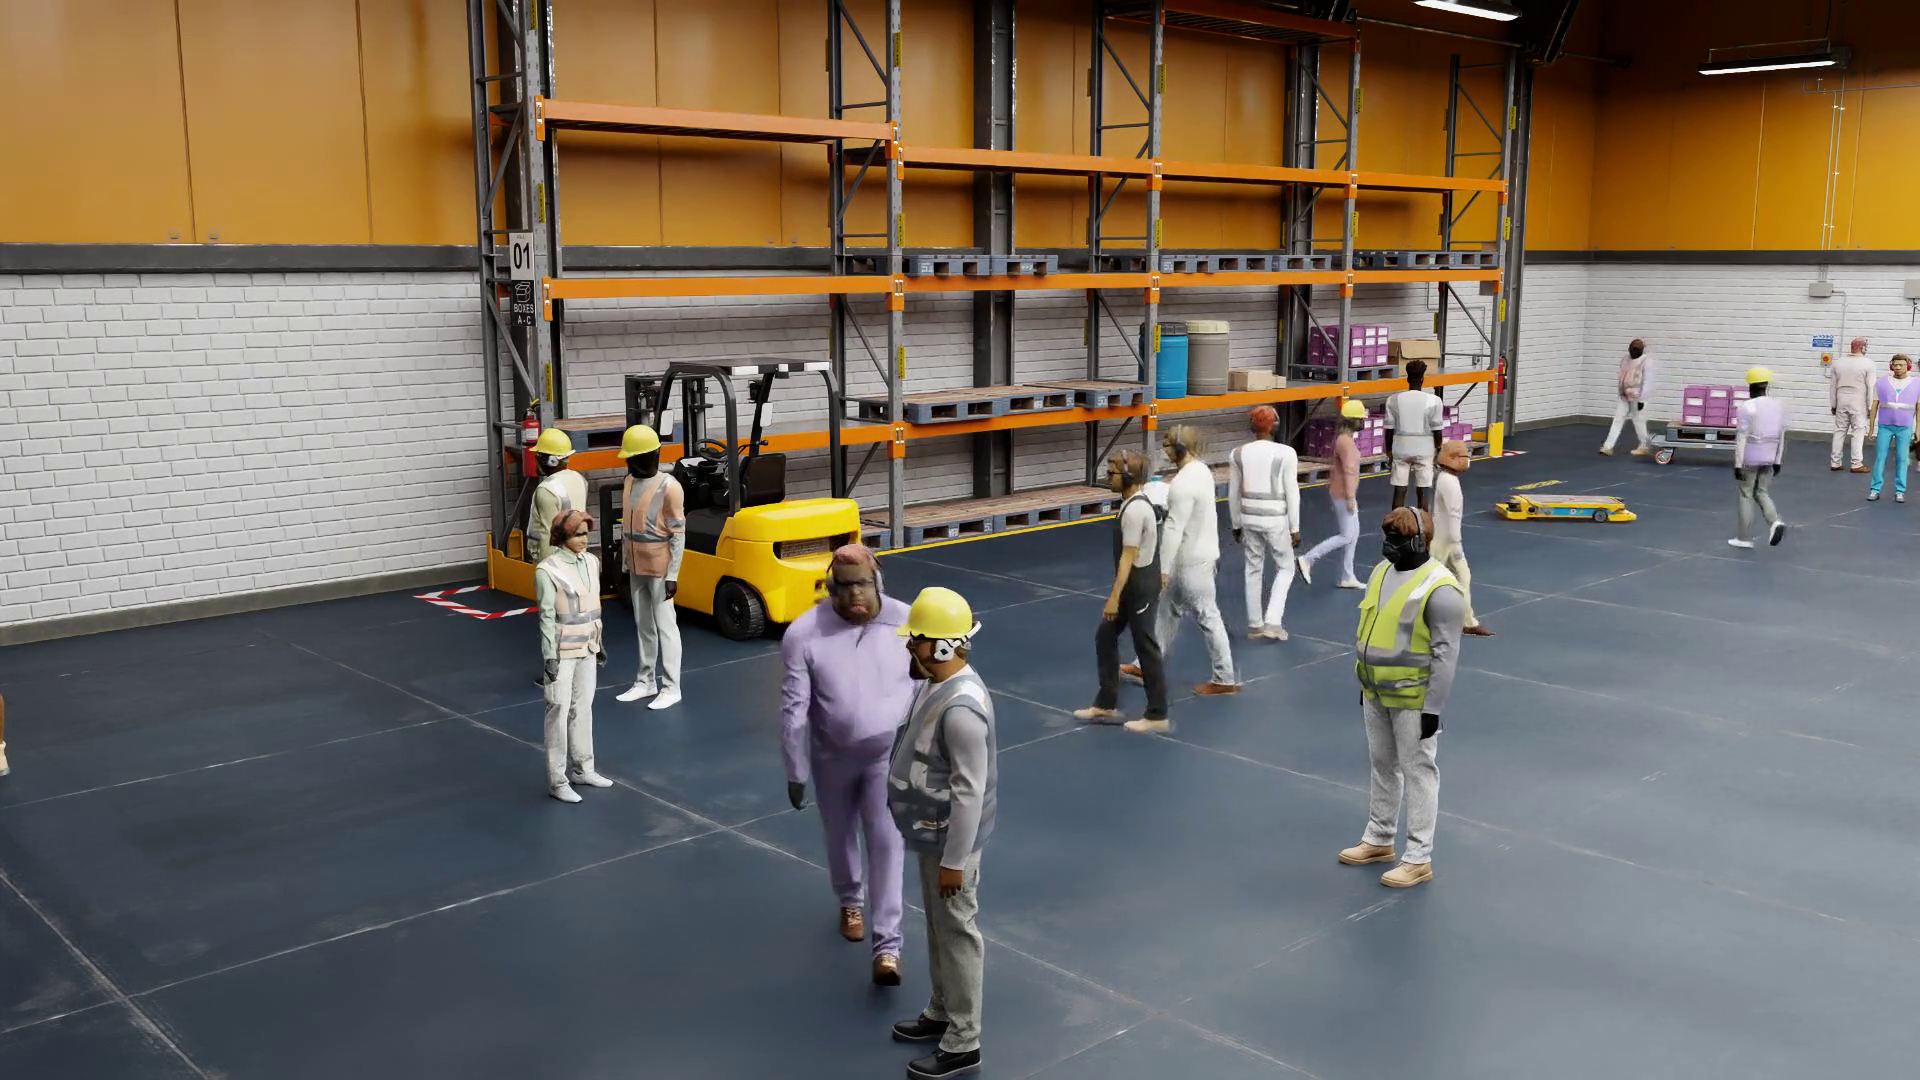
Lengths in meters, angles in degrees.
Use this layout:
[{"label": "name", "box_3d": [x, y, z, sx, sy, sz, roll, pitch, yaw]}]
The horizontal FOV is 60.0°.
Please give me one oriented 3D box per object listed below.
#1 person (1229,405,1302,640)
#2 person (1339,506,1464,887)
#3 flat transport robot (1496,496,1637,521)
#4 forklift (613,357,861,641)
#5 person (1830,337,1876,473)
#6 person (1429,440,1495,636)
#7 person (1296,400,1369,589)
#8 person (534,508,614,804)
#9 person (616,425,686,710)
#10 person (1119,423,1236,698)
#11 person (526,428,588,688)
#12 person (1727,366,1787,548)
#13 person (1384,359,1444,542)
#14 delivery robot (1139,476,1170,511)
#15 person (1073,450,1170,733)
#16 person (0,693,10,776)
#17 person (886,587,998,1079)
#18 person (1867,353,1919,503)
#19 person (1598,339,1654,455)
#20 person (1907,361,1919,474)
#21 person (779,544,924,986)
[{"label": "person", "box_3d": [2.413, -0.126, 13.099, 0.630, 1.874, 0.438, 7, 12, 37]}, {"label": "person", "box_3d": [2.137, 0.749, 8.081, 0.429, 1.844, 0.624, -4, 10, -22]}, {"label": "flat transport robot", "box_3d": [7.012, -0.379, 19.269, 1.431, 0.197, 0.652, 1, 10, 6]}, {"label": "forklift", "box_3d": [-1.847, -0.414, 13.852, 1.214, 2.155, 2.313, -9, 13, -42]}, {"label": "person", "box_3d": [12.586, -1.901, 23.408, 0.402, 1.904, 0.652, -6, 11, -30]}, {"label": "person", "box_3d": [3.824, -0.013, 13.273, 0.859, 1.594, 0.510, 3, 10, 14]}, {"label": "person", "box_3d": [3.423, -0.403, 15.082, 0.588, 1.746, 0.535, 2, 10, 14]}, {"label": "person", "box_3d": [-2.177, 0.636, 9.335, 0.308, 1.638, 0.511, 4, 11, 23]}, {"label": "person", "box_3d": [-2.092, 0.181, 11.182, 0.584, 1.917, 0.381, 9, 13, 41]}, {"label": "person", "box_3d": [1.472, 0.146, 11.472, 0.990, 1.888, 0.634, 3, 10, 15]}, {"label": "person", "box_3d": [-2.840, 0.126, 11.732, 0.404, 1.836, 0.600, 2, 10, 11]}, {"label": "person", "box_3d": [8.279, -0.842, 17.196, 0.607, 1.909, 0.539, -2, 10, -14]}, {"label": "person", "box_3d": [4.736, -0.902, 17.379, 0.607, 1.967, 0.367, 4, 11, 23]}, {"label": "delivery robot", "box_3d": [2.211, -0.485, 18.788, 0.707, 0.478, 0.477, -8, 13, -41]}, {"label": "person", "box_3d": [1.008, 0.340, 10.553, 0.751, 1.819, 0.538, 0, 10, 0]}, {"label": "person", "box_3d": [-5.742, 0.412, 9.462, 0.388, 2.043, 0.605, 0, 10, 0]}, {"label": "person", "box_3d": [-0.070, 1.076, 6.188, 0.404, 1.832, 0.594, -2, 10, -10]}, {"label": "person", "box_3d": [11.561, -1.384, 20.560, 0.570, 1.840, 0.372, 6, 11, 31]}, {"label": "person", "box_3d": [10.188, -2.160, 25.288, 0.878, 1.780, 0.691, -4, 11, -24]}, {"label": "person", "box_3d": [13.497, -1.781, 23.377, 0.544, 1.675, 0.706, -1, 10, -4]}, {"label": "person", "box_3d": [-0.427, 0.922, 7.050, 0.661, 1.840, 1.037, -1, 10, -6]}]
